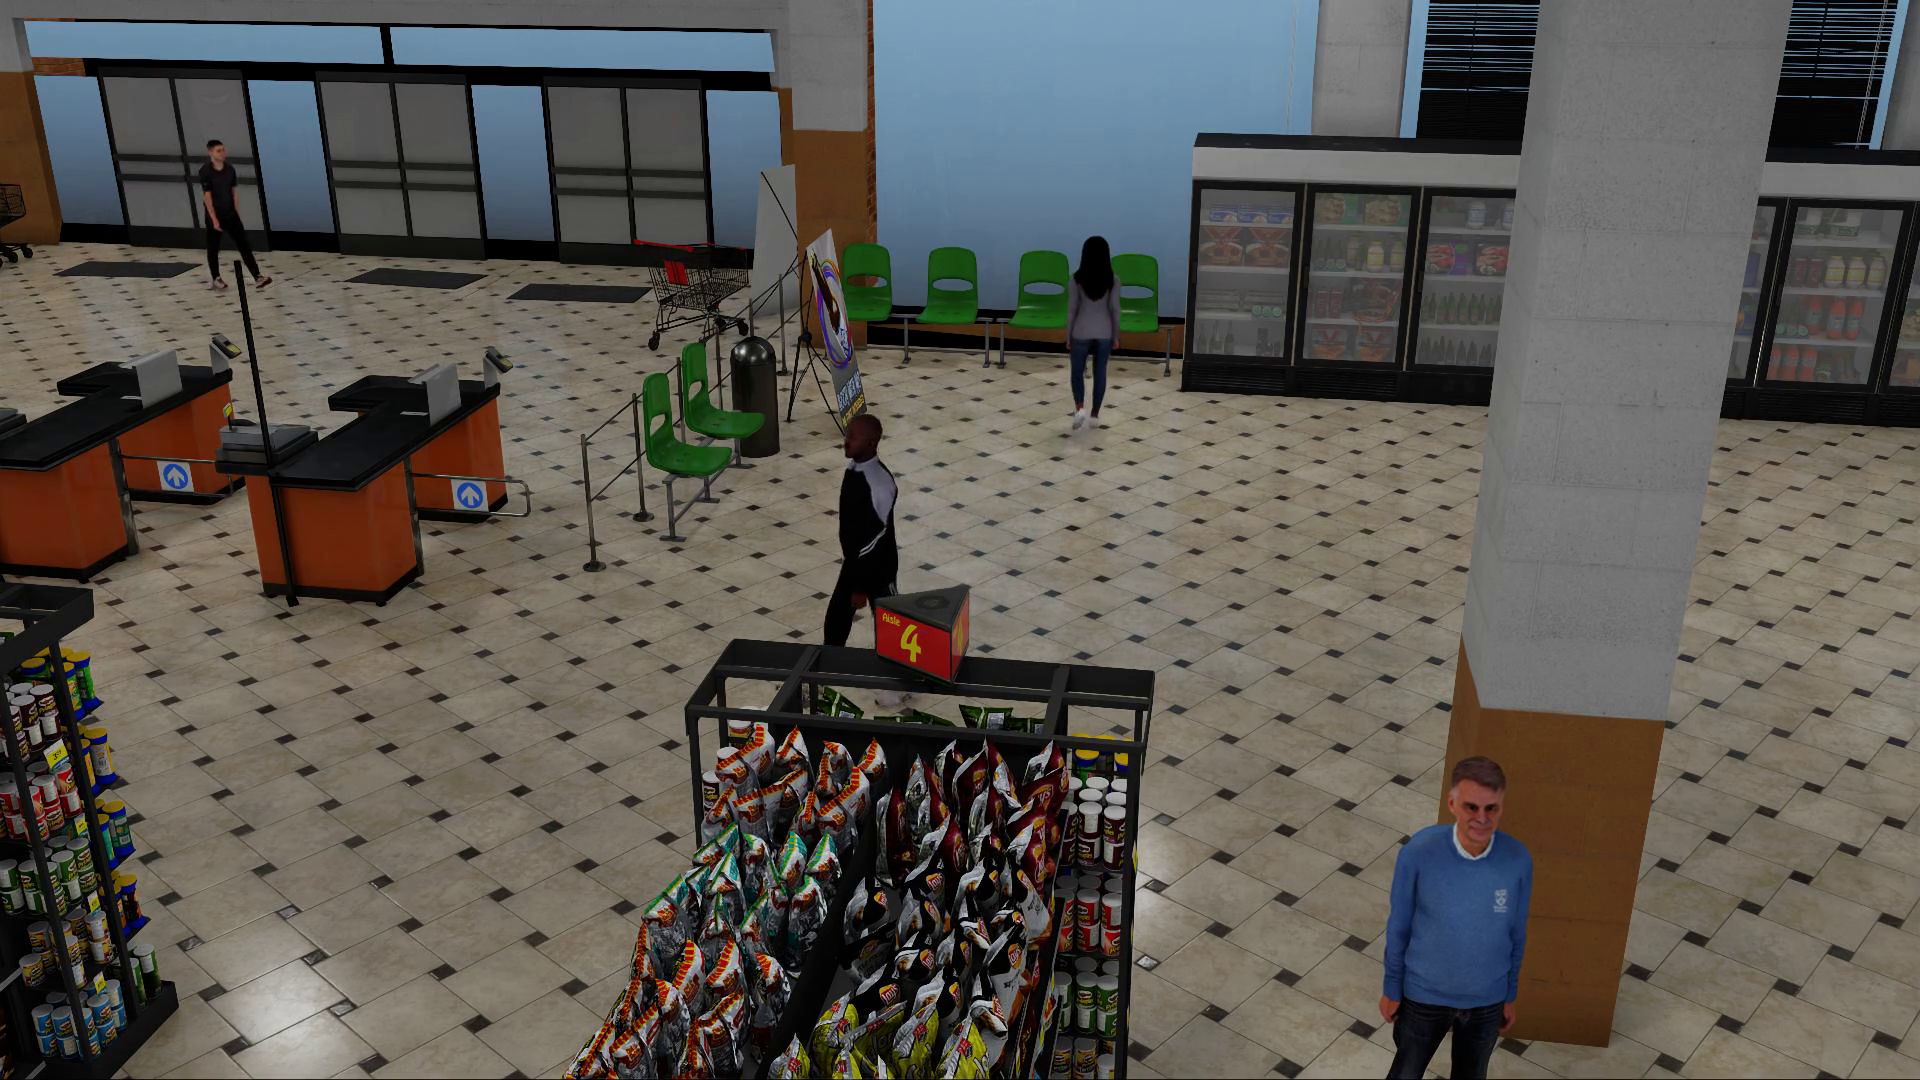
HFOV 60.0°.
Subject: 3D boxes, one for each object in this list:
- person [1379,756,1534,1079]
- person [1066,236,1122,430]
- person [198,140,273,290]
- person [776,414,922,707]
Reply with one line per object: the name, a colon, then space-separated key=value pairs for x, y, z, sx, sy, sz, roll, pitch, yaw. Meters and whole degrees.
person: x=1.764 y=1.578 z=5.973 sx=0.682 sy=1.820 sz=0.616 roll=1 pitch=22 yaw=1
person: x=1.148 y=-1.746 z=14.376 sx=0.704 sy=1.723 sz=0.948 roll=1 pitch=22 yaw=1
person: x=-8.645 y=-3.743 z=19.355 sx=1.027 sy=1.717 sz=1.161 roll=15 pitch=26 yaw=32
person: x=-0.429 y=0.138 z=9.588 sx=1.137 sy=1.798 sz=1.164 roll=-9 pitch=24 yaw=-22
